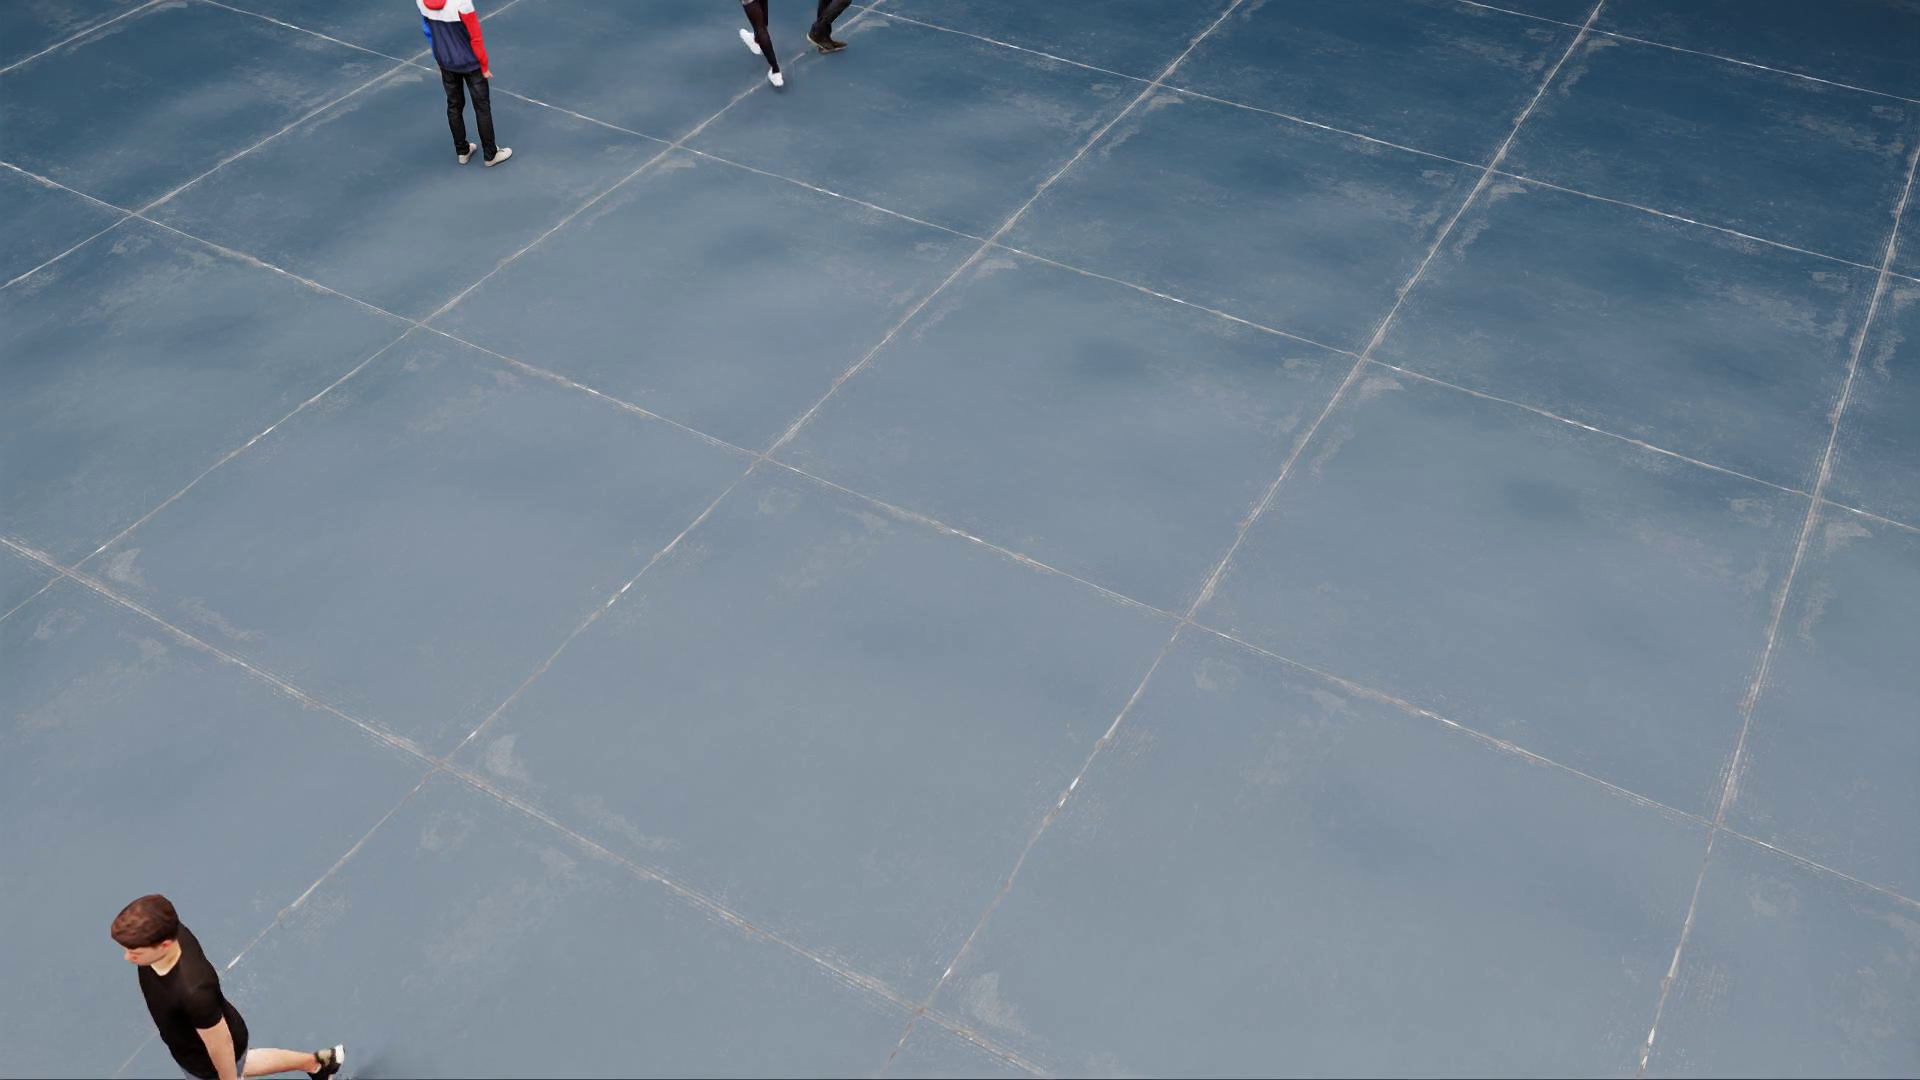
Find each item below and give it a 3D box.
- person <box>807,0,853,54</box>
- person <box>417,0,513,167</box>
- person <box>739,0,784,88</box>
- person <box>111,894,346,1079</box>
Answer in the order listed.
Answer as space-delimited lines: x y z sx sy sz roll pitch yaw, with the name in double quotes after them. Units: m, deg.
-1.249 -5.078 14.510 0.864 1.758 0.814 27 49 26 "person"
-3.945 -3.783 13.085 0.687 1.757 0.633 11 43 12 "person"
-1.742 -4.689 14.110 1.165 1.719 1.067 -18 45 -19 "person"
-2.957 1.966 6.696 1.092 1.836 0.869 -31 51 -29 "person"
